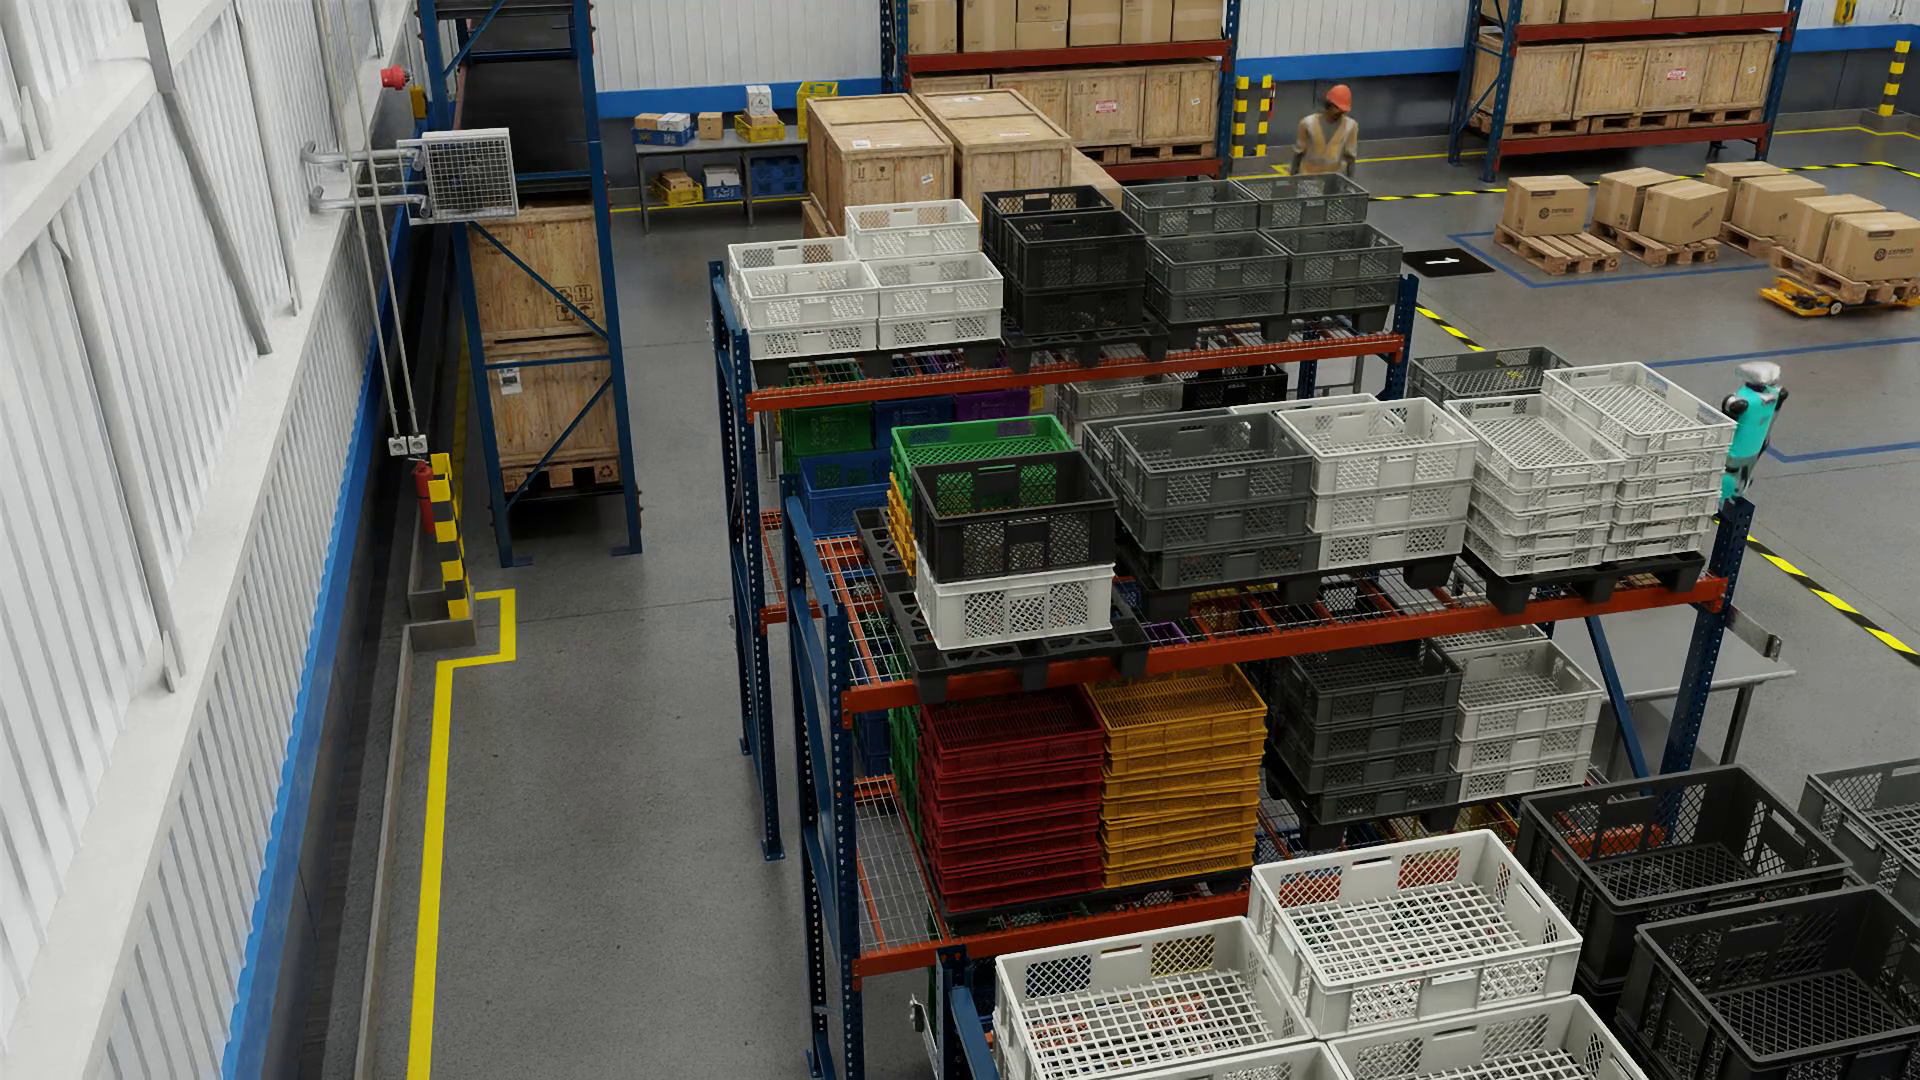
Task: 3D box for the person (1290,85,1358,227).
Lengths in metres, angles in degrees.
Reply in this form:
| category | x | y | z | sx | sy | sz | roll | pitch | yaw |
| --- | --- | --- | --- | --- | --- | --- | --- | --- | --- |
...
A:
| category | x | y | z | sx | sy | sz | roll | pitch | yaw |
| --- | --- | --- | --- | --- | --- | --- | --- | --- | --- |
| person | 3.774 | -3.759 | 17.324 | 0.621 | 1.993 | 0.757 | 0 | 28 | 0 |

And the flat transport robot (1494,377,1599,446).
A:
| category | x | y | z | sx | sy | sz | roll | pitch | yaw |
| --- | --- | --- | --- | --- | --- | --- | --- | --- | --- |
| flat transport robot | 4.780 | -1.036 | 14.013 | 0.659 | 0.231 | 1.431 | -6 | 28 | -12 |

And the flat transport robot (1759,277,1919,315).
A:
| category | x | y | z | sx | sy | sz | roll | pitch | yaw |
| --- | --- | --- | --- | --- | --- | --- | --- | --- | --- |
| flat transport robot | 8.916 | -2.515 | 16.788 | 1.431 | 0.197 | 0.652 | -6 | 28 | -12 |

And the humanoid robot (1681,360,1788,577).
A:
| category | x | y | z | sx | sy | sz | roll | pitch | yaw |
| --- | --- | --- | --- | --- | --- | --- | --- | --- | --- |
| humanoid robot | 5.035 | -0.489 | 11.256 | 0.533 | 1.677 | 0.735 | -15 | 31 | -26 |
